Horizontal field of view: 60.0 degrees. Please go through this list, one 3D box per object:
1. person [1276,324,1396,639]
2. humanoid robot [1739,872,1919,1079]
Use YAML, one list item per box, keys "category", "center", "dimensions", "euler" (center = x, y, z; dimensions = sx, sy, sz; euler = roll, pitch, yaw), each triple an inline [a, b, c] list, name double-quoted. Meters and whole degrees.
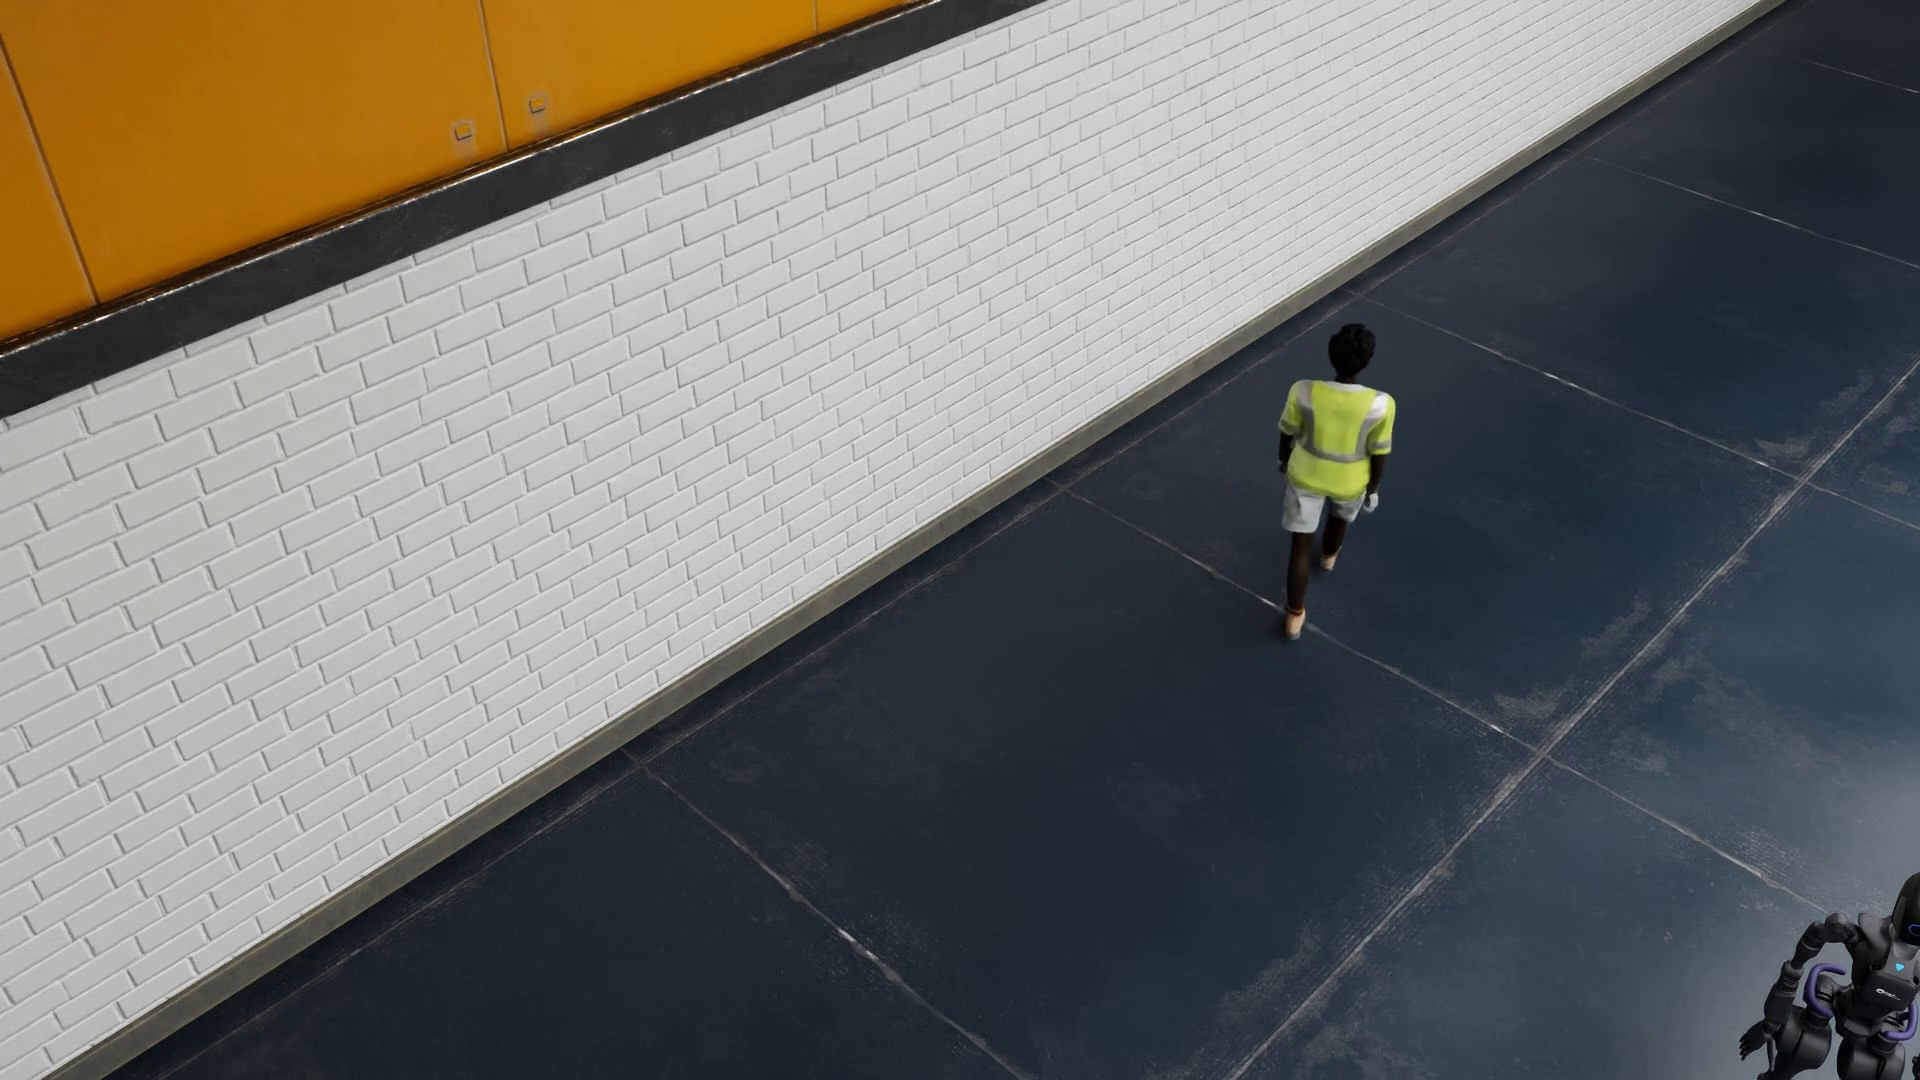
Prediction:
- category: "person"
  center: [1.823, -0.345, 8.240]
  dimensions: [0.547, 1.645, 0.864]
  euler: [10, 40, 12]
- category: "humanoid robot"
  center: [3.020, 1.701, 5.654]
  dimensions: [0.599, 1.657, 0.315]
  euler: [17, 42, 20]
